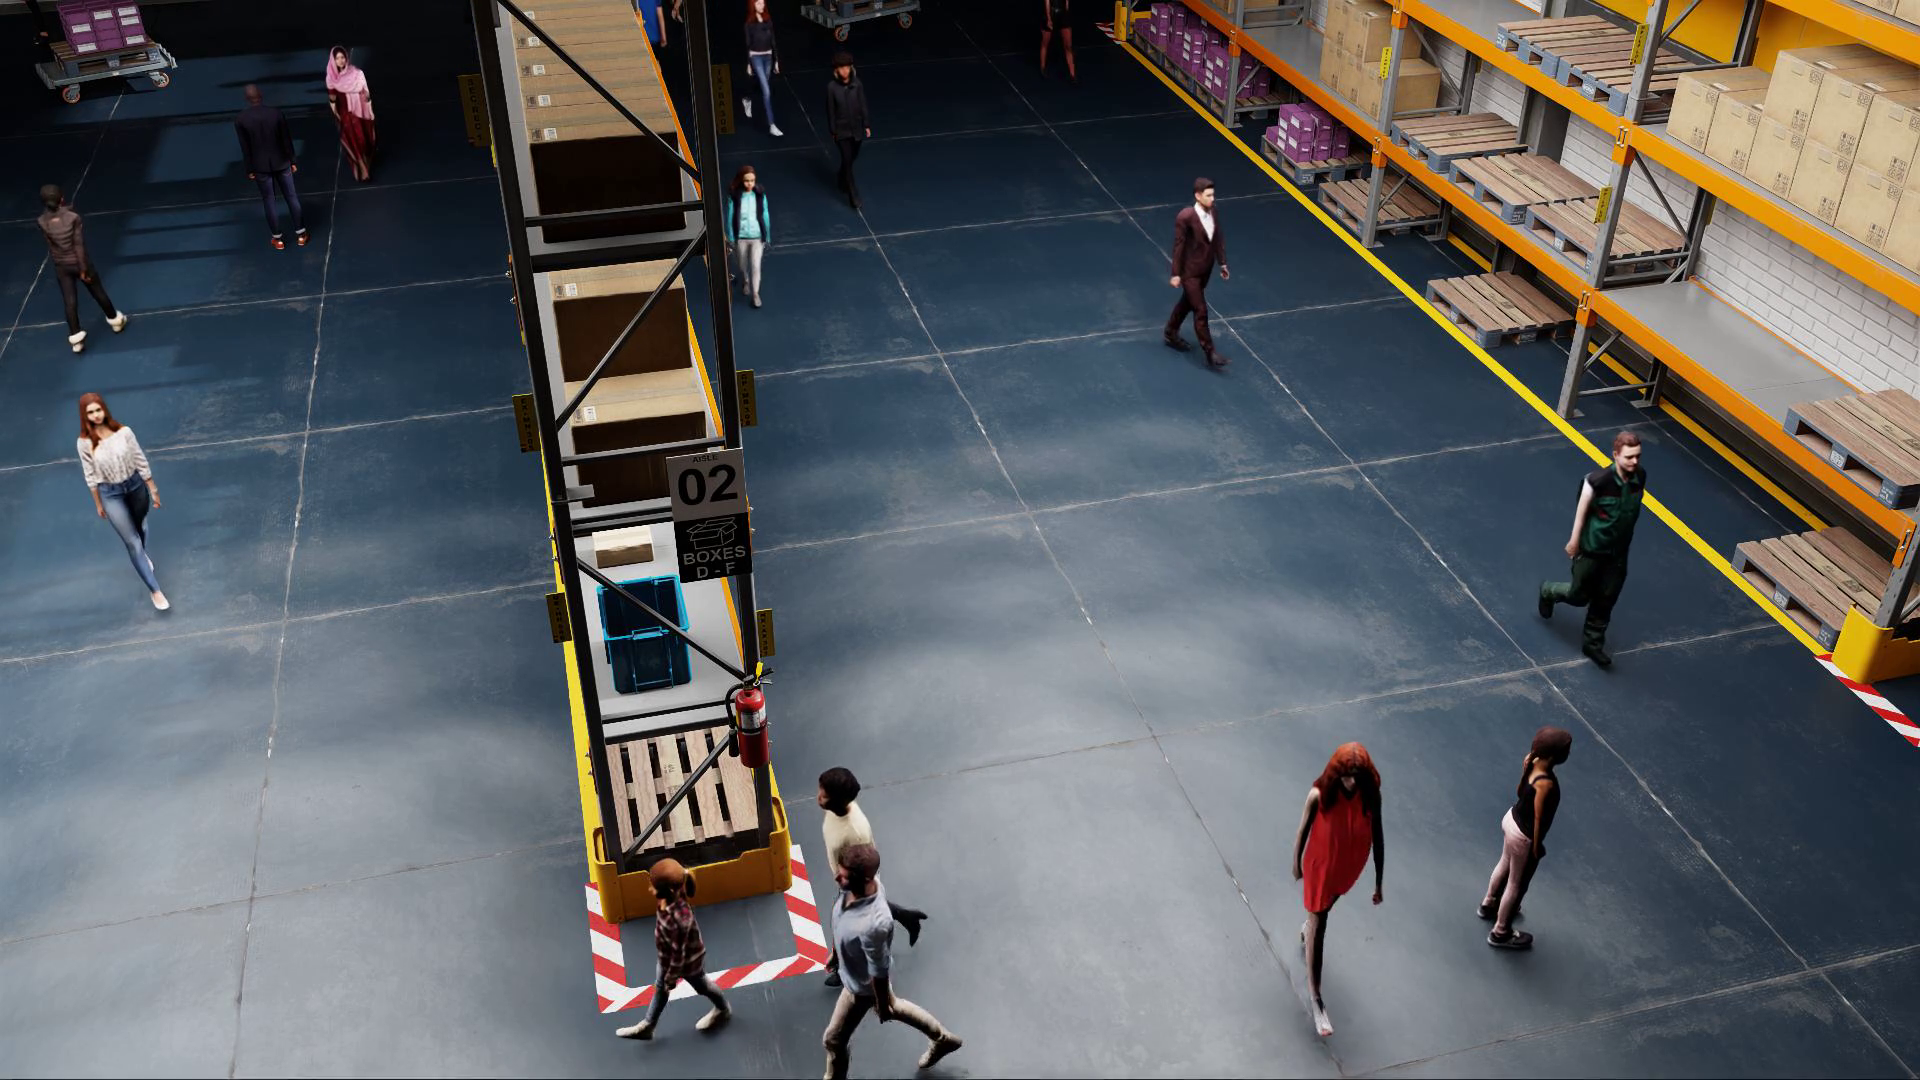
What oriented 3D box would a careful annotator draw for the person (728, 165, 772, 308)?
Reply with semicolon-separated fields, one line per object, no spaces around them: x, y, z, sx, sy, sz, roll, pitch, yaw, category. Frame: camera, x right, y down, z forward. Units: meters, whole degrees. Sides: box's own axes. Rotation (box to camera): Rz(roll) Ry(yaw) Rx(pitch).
-2.170;-3.143;17.031;0.575;1.497;0.634;-8;34;-11;person

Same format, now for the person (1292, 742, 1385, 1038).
2.078;1.786;9.352;0.687;1.788;1.093;-5;34;-7;person

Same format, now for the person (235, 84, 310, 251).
-7.514;-4.077;18.146;0.730;1.818;0.655;-14;36;-21;person

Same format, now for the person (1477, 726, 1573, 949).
3.287;1.703;9.681;0.623;1.562;0.509;1;34;1;person

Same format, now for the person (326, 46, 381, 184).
-7.258;-5.121;19.898;0.749;1.617;1.003;-14;36;-20;person

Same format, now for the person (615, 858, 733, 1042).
-1.467;2.248;9.125;0.737;1.271;0.870;-18;38;-25;person

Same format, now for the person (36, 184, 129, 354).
-8.656;-2.735;16.270;0.636;1.660;1.051;-6;34;-10;person

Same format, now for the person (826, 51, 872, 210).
-1.323;-4.810;19.309;0.779;1.751;1.161;-15;37;-22;person

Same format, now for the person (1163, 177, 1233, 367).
2.203;-2.605;15.936;1.050;1.813;1.279;-27;42;-34;person

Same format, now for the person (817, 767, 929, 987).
-0.526;1.884;9.408;0.717;1.562;0.856;-13;36;-19;person

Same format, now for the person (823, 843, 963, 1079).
-0.404;2.240;8.641;0.745;1.818;1.148;-6;34;-8;person

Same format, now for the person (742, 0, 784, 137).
-2.590;-6.089;21.235;0.896;1.749;1.274;-22;40;-30;person

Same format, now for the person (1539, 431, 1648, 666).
4.595;-0.001;12.006;0.661;1.827;0.993;-10;35;-15;person

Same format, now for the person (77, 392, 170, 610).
-6.391;-0.372;12.691;0.886;1.686;1.187;-23;40;-30;person

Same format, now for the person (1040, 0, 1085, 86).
1.266;-7.153;22.888;0.804;1.692;1.204;-16;37;-23;person

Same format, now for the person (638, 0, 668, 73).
-4.133;-6.623;21.954;0.705;1.843;0.780;-14;36;-20;person
